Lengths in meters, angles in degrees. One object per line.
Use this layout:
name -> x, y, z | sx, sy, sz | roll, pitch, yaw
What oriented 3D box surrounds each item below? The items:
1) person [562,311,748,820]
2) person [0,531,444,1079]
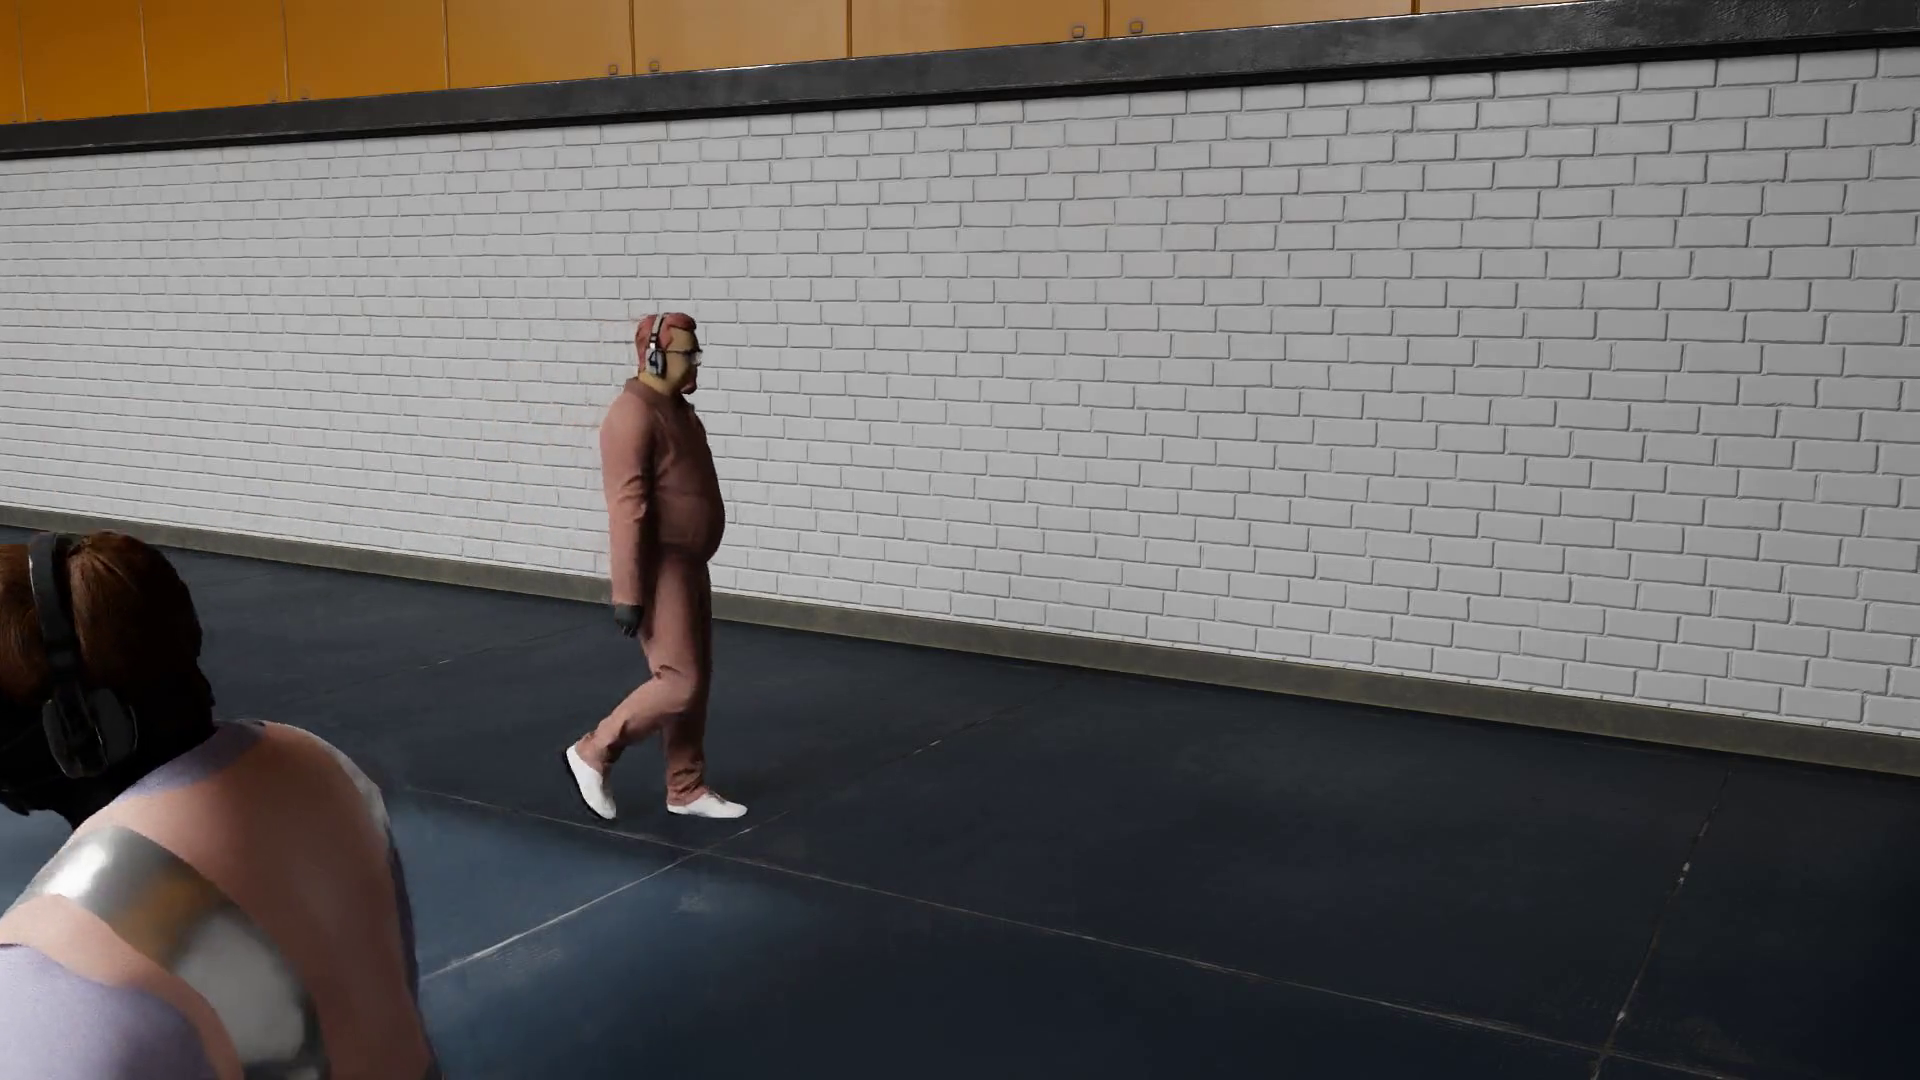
person -> -1.101, 0.122, 6.040 | 0.539, 1.893, 0.648 | 1, 9, 5
person -> -0.747, 0.862, 1.788 | 0.956, 1.782, 0.682 | 0, 9, -3
